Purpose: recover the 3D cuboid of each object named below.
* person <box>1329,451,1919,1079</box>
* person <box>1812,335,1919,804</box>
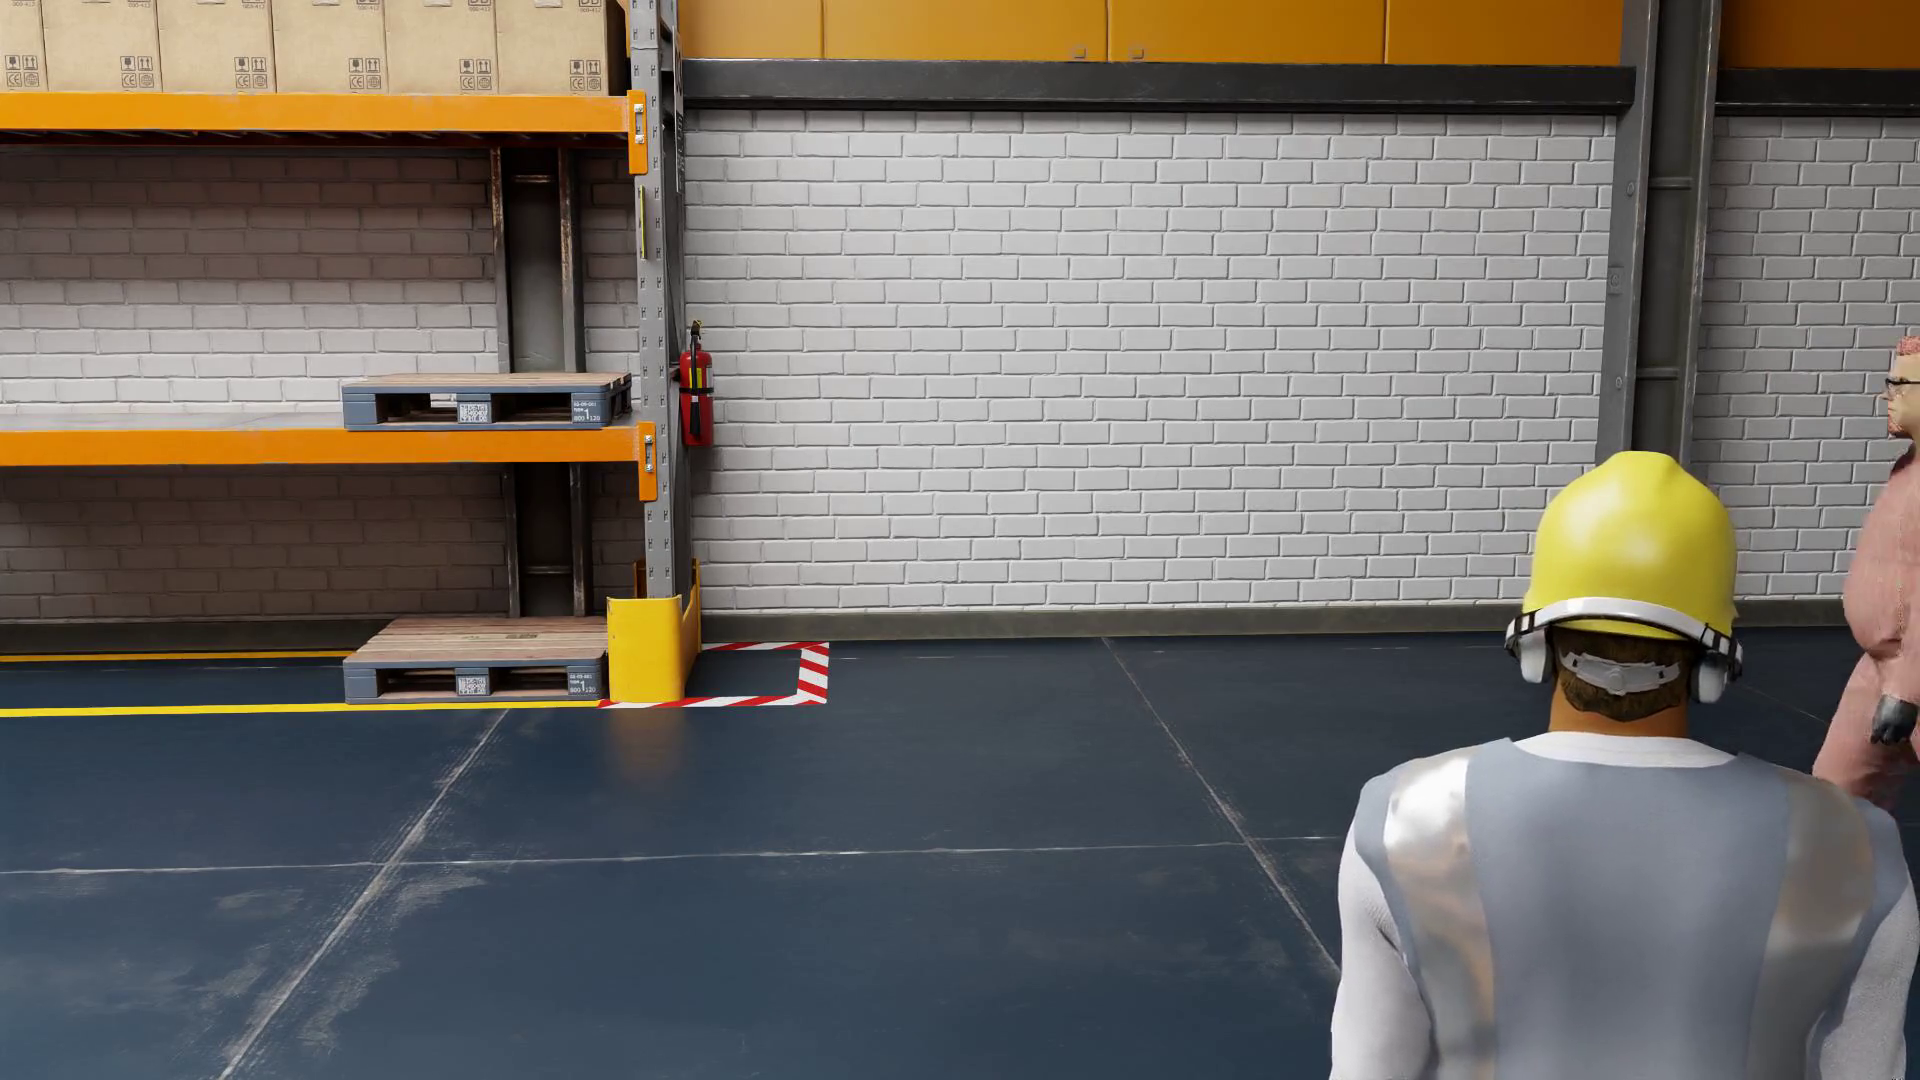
[{"bbox_3d":[0.714,0.816,1.880,0.589,1.835,0.404,3,9,17],"label":"person"},{"bbox_3d":[2.771,0.356,4.671,0.953,1.868,0.638,3,9,15],"label":"person"}]
